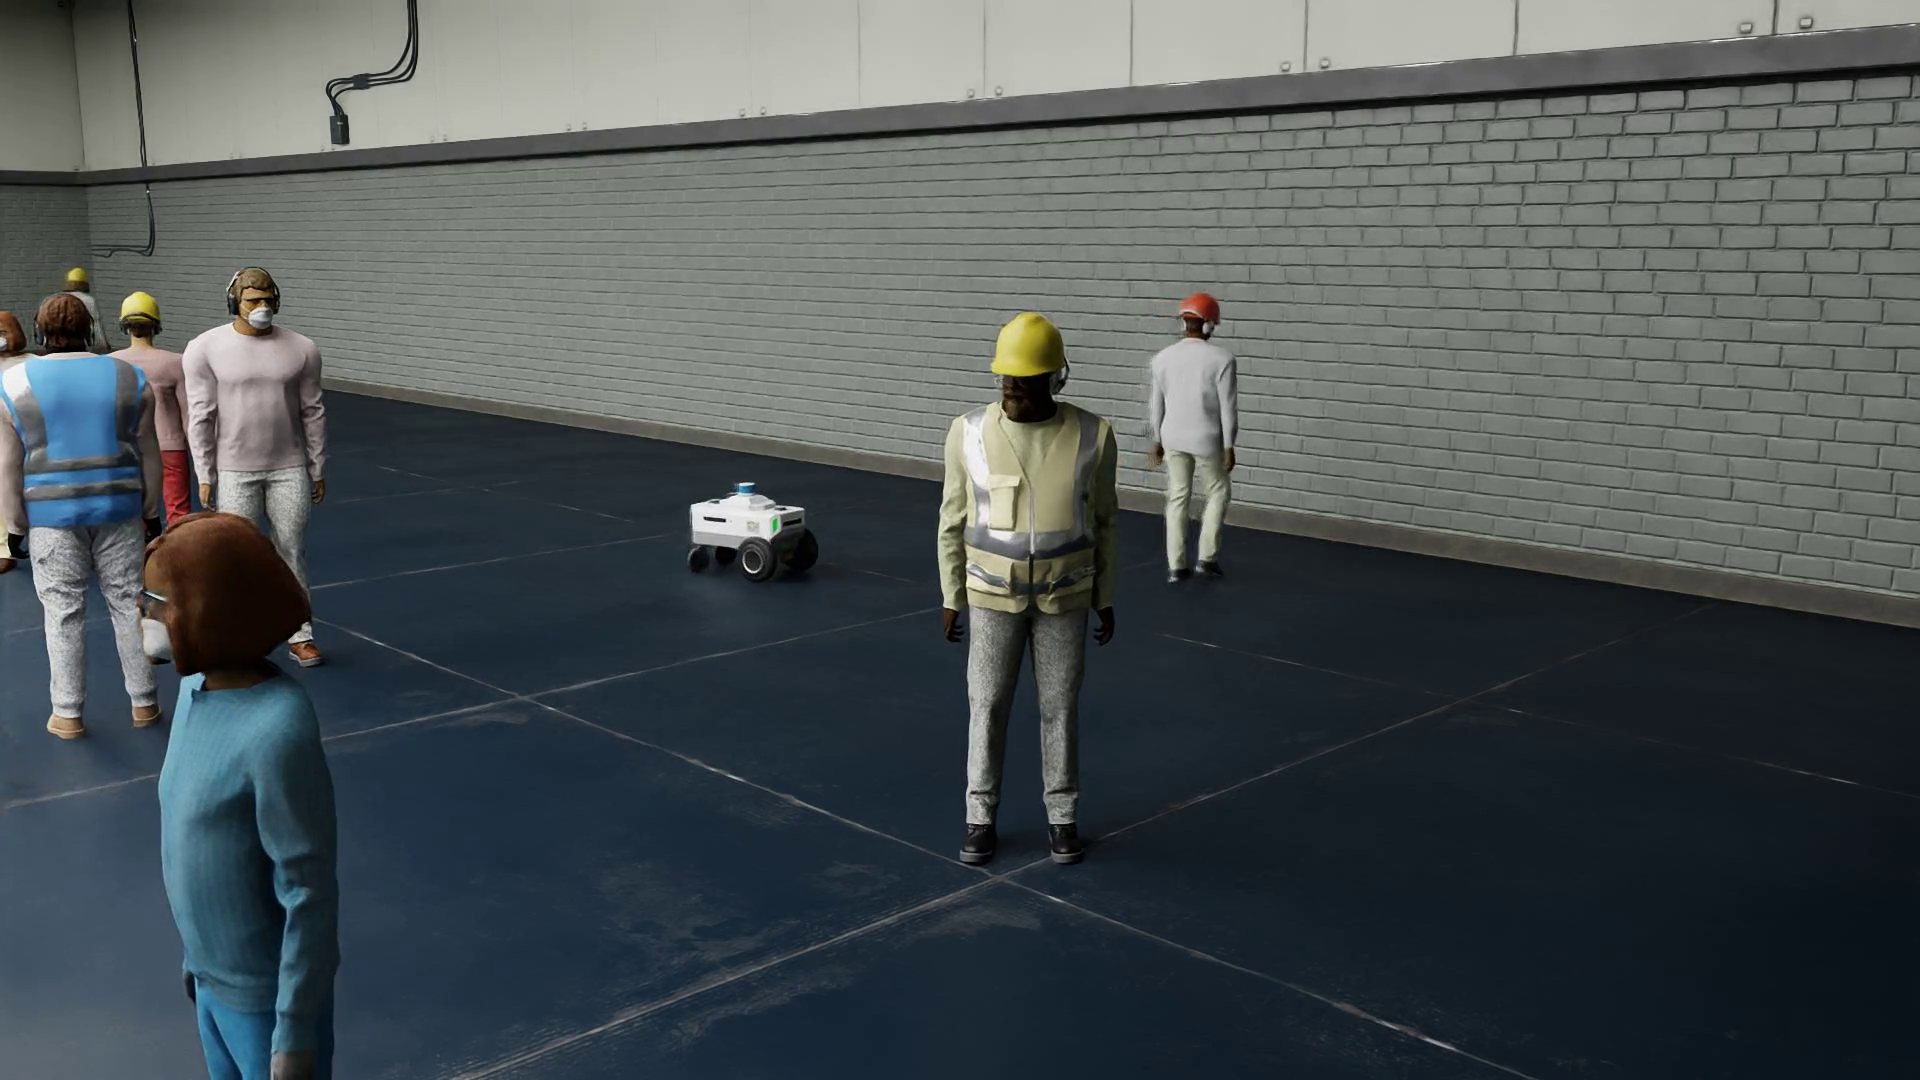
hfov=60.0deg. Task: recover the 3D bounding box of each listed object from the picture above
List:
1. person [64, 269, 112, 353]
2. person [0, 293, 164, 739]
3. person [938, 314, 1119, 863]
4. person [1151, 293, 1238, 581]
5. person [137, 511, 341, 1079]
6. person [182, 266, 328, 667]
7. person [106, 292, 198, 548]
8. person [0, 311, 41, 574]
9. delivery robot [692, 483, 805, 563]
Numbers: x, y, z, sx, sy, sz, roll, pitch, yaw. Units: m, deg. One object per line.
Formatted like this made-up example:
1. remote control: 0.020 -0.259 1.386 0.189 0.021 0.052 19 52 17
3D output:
1. person: -10.126 -2.279 19.224 0.485 1.688 0.958 3 11 17
2. person: -3.645 -0.097 6.916 0.627 1.844 0.429 -7 13 -35
3. person: 0.226 0.173 5.488 0.599 1.824 0.404 0 10 1
4. person: 1.432 -0.614 10.017 0.603 1.728 0.471 7 12 32
5. person: -1.200 0.759 2.820 0.278 1.632 0.507 -9 14 -41
6. person: -3.327 -0.327 7.937 0.625 1.933 0.375 -8 13 -36
7. person: -4.487 -0.486 9.250 0.533 1.766 0.316 -3 11 -15
8. person: -5.796 -0.591 10.209 0.507 1.627 0.280 -1 10 -7
9. delivery robot: -1.308 -0.110 10.242 0.707 0.478 0.477 6 12 32
